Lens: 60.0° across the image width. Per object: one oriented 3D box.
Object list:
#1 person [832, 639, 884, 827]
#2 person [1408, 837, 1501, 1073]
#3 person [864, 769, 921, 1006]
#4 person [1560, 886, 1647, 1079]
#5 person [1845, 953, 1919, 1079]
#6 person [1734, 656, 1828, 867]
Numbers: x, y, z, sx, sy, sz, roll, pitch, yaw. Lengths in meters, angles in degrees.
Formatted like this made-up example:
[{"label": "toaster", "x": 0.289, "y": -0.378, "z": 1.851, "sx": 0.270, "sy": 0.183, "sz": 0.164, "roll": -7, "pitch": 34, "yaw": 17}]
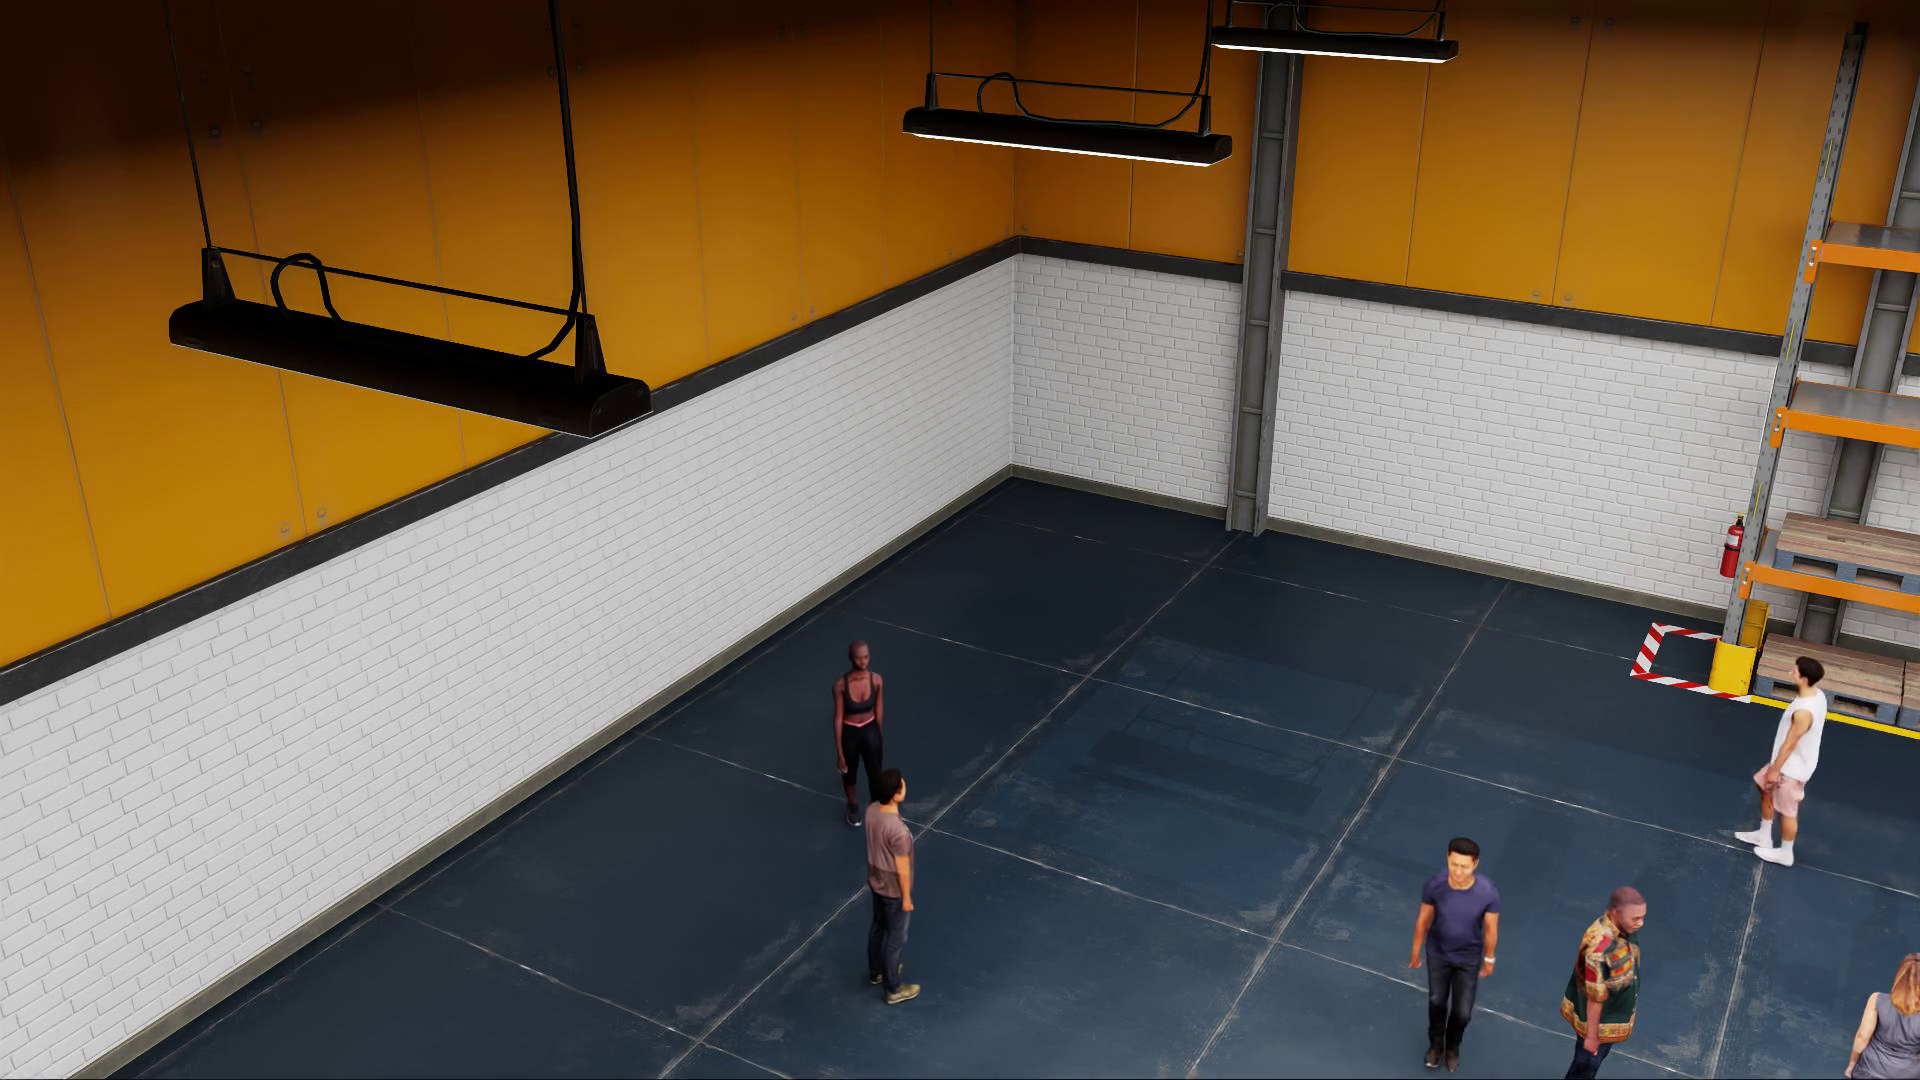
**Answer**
[{"label": "person", "x": -0.843, "y": 1.562, "z": 13.336, "sx": 1.070, "sy": 1.719, "sz": 1.135, "roll": -6, "pitch": 24, "yaw": -14}, {"label": "person", "x": 3.225, "y": 2.638, "z": 10.800, "sx": 0.547, "sy": 1.778, "sz": 0.747, "roll": 11, "pitch": 26, "yaw": 23}, {"label": "person", "x": -0.496, "y": 2.361, "z": 11.435, "sx": 0.766, "sy": 1.777, "sz": 0.651, "roll": -13, "pitch": 27, "yaw": -28}, {"label": "person", "x": 3.917, "y": 2.886, "z": 10.196, "sx": 0.714, "sy": 1.807, "sz": 0.744, "roll": 19, "pitch": 30, "yaw": 36}, {"label": "person", "x": 5.399, "y": 3.145, "z": 9.704, "sx": 0.487, "sy": 1.728, "sz": 0.647, "roll": 16, "pitch": 28, "yaw": 32}, {"label": "person", "x": 6.525, "y": 1.744, "z": 12.847, "sx": 0.705, "sy": 1.776, "sz": 0.681, "roll": 16, "pitch": 28, "yaw": 32}]
